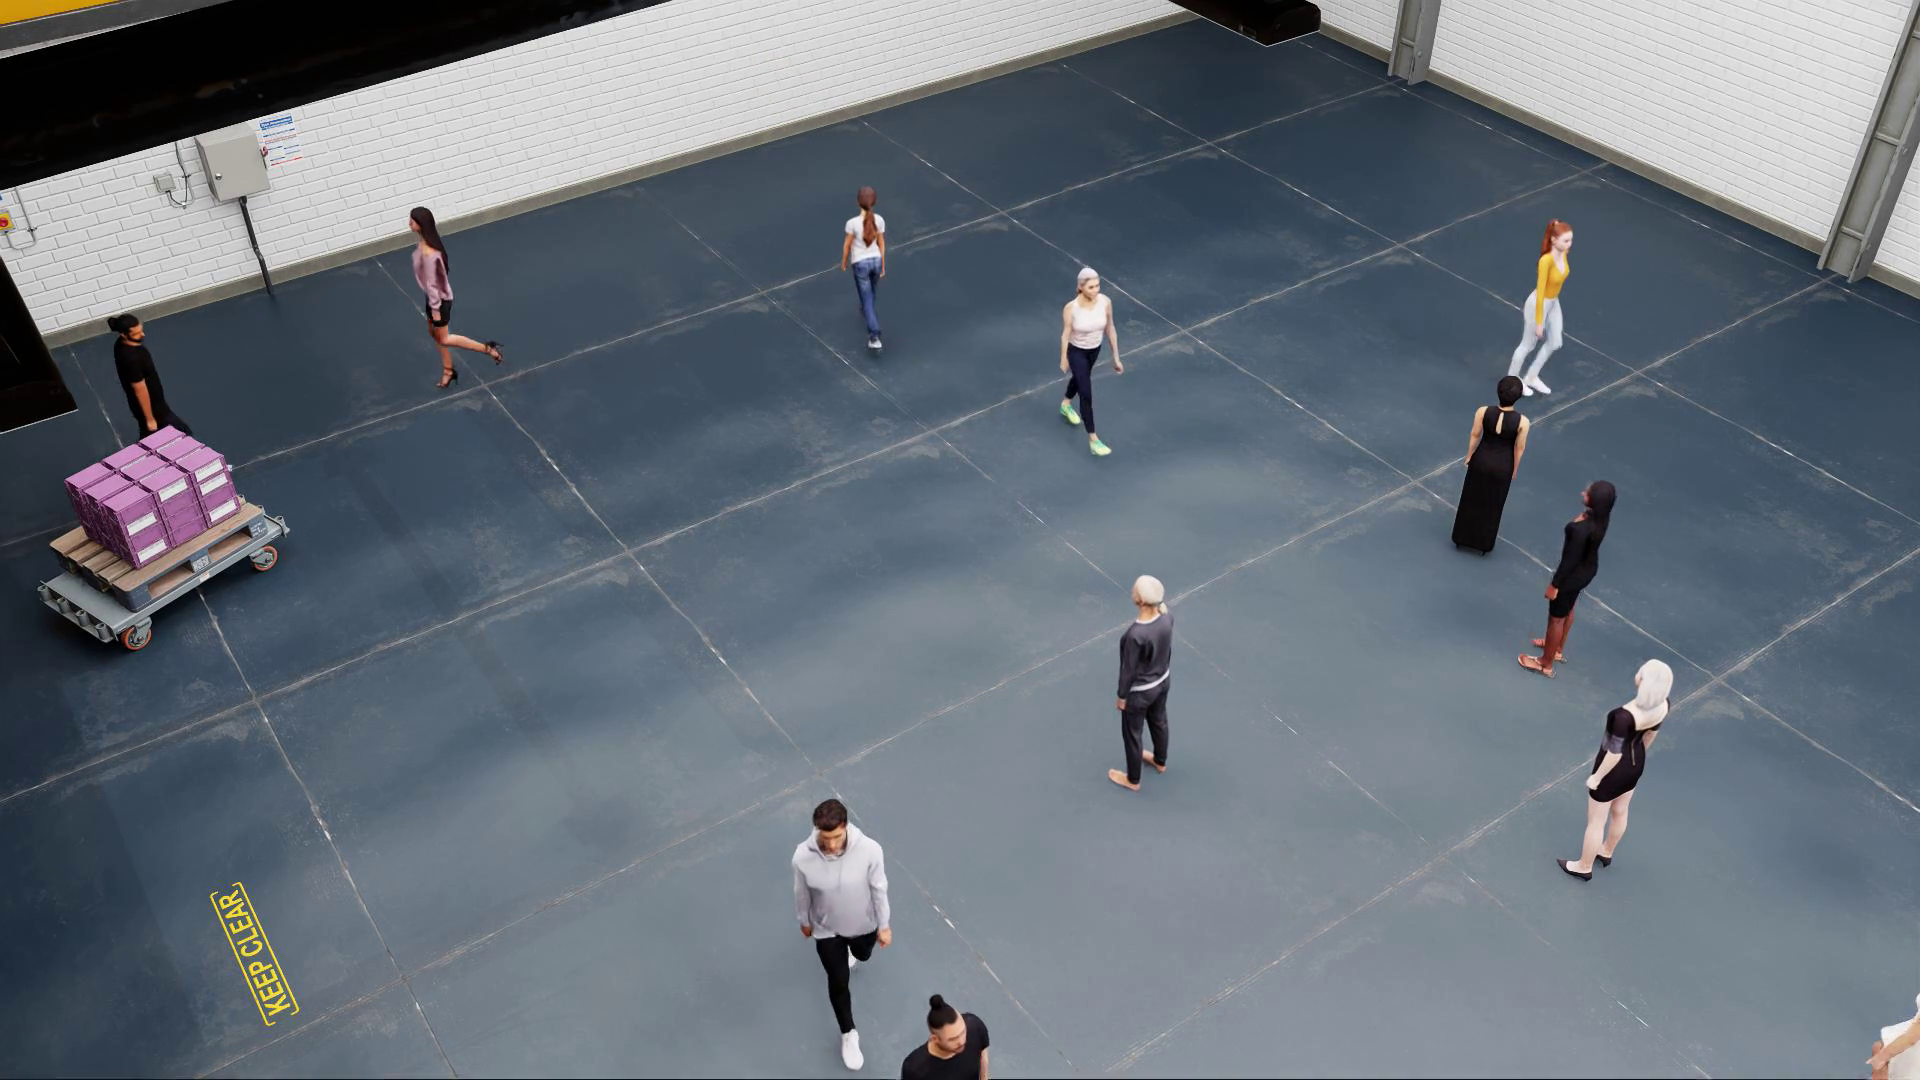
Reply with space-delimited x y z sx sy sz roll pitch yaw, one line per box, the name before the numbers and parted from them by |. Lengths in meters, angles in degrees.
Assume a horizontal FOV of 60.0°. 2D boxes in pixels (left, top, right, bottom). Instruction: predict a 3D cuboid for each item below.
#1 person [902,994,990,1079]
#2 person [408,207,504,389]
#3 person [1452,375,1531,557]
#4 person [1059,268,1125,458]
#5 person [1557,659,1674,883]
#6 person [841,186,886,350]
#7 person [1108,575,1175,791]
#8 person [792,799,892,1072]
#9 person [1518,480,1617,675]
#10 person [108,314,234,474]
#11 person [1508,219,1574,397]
person | -0.118 2.873 8.549 0.758 1.851 0.972 -30 48 -32
person | -4.568 -2.133 14.862 0.846 1.795 0.912 -11 40 -13
person | 4.173 -0.577 13.071 0.616 1.598 0.717 17 42 20
person | 1.028 -1.630 14.344 0.712 1.656 1.181 -19 42 -22
person | 4.116 1.434 10.368 0.590 1.830 0.511 -20 43 -23
person | -0.860 -2.532 15.576 0.700 1.528 1.109 -15 41 -18
person | 1.250 0.941 11.072 0.651 1.721 0.596 -32 48 -33
person | -0.667 2.086 9.494 0.981 1.901 1.278 -7 39 -9
person | 4.397 0.253 11.934 0.665 1.720 0.699 29 47 31
person | -6.699 -1.059 13.575 0.778 1.724 0.847 -24 44 -27
person | 5.108 -2.077 14.839 0.678 1.737 0.656 31 48 33
